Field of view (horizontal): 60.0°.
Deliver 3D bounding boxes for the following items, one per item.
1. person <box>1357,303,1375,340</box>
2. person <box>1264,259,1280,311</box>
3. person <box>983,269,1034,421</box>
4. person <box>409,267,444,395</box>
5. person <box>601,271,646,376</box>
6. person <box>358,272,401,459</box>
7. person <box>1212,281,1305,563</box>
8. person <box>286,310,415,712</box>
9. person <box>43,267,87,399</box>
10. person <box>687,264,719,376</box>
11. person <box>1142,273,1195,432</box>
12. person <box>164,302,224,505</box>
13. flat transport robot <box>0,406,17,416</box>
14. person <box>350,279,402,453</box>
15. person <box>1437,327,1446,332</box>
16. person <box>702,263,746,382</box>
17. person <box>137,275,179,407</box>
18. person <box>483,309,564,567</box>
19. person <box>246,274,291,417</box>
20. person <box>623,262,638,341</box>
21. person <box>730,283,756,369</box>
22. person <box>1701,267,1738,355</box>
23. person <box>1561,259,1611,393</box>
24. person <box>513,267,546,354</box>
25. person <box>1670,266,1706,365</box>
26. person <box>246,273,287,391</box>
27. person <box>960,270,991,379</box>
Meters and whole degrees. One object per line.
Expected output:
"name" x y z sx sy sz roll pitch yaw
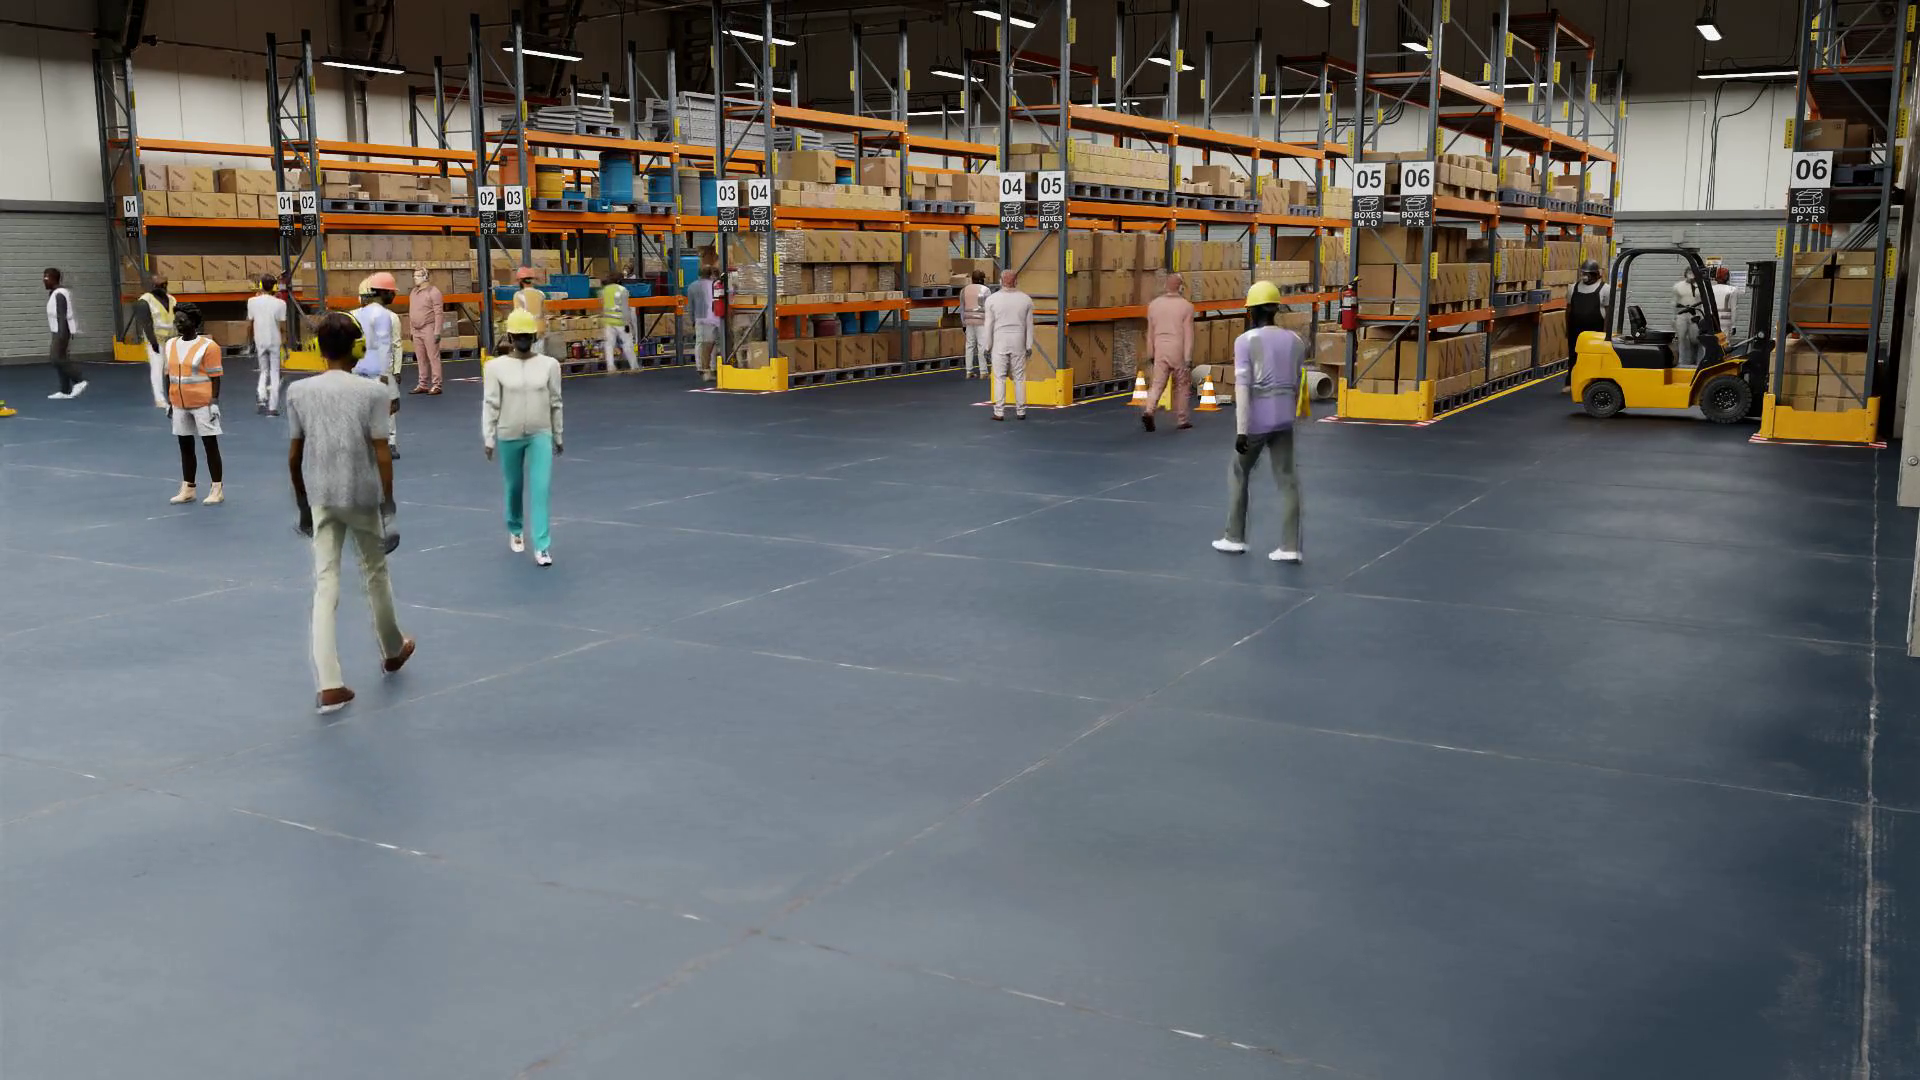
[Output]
"person" 8.935 -5.066 36.438 0.510 1.860 0.333 2 10 12
"person" 7.086 -5.427 38.092 0.615 2.026 0.659 8 13 40
"person" 0.604 -2.463 21.053 0.652 1.906 0.402 -2 10 -13
"person" -8.032 -3.126 24.932 0.636 1.911 0.404 6 11 32
"person" -5.881 -3.781 29.031 0.654 1.811 0.848 6 11 32
"person" -5.884 -1.737 16.785 0.550 1.918 0.554 -8 13 -40
"person" 2.054 -0.807 11.372 0.616 1.889 0.871 -5 11 -27
"person" -2.883 -0.167 7.856 0.551 1.817 0.963 0 10 -1
"person" -13.098 -3.001 24.185 0.440 1.908 0.613 -7 12 -35
"person" -4.406 -3.809 28.842 0.629 1.940 0.373 3 10 17
"person" 2.486 -2.223 19.746 0.649 1.873 0.897 7 12 35
"person" -6.401 -1.134 13.887 0.532 1.696 0.318 2 10 12
"flat transport robot" -12.865 -1.652 21.088 0.652 0.197 1.431 6 12 33
"person" -6.119 -1.792 17.330 0.592 1.837 0.404 -2 10 -10
"person" 11.005 -5.396 38.142 0.623 1.926 0.959 1 10 8
"person" -3.966 -3.629 27.638 0.621 1.982 1.032 5 11 25
"person" -10.888 -2.707 22.750 0.532 1.820 0.638 4 11 25
"person" -2.990 -0.724 11.390 0.543 1.726 0.895 -4 10 -21
"person" -8.924 -2.508 21.486 0.536 1.845 0.395 -1 10 -3
"person" -7.111 -5.034 36.013 0.629 1.940 0.379 9 13 44
"person" -3.854 -3.758 29.507 0.629 1.609 0.318 -8 12 -38
"person" 12.553 -3.555 27.505 0.573 1.887 0.356 9 13 42
"person" 9.424 -3.209 25.025 0.678 2.000 0.536 8 12 38
"person" -6.388 -3.088 24.676 0.431 1.916 0.561 10 14 44
"person" 13.113 -3.983 29.917 0.637 1.926 0.614 6 11 31
"person" -10.719 -3.189 25.580 0.400 1.819 0.535 -5 11 -27
"person" 0.306 -3.642 28.149 0.634 1.841 0.429 7 12 35
